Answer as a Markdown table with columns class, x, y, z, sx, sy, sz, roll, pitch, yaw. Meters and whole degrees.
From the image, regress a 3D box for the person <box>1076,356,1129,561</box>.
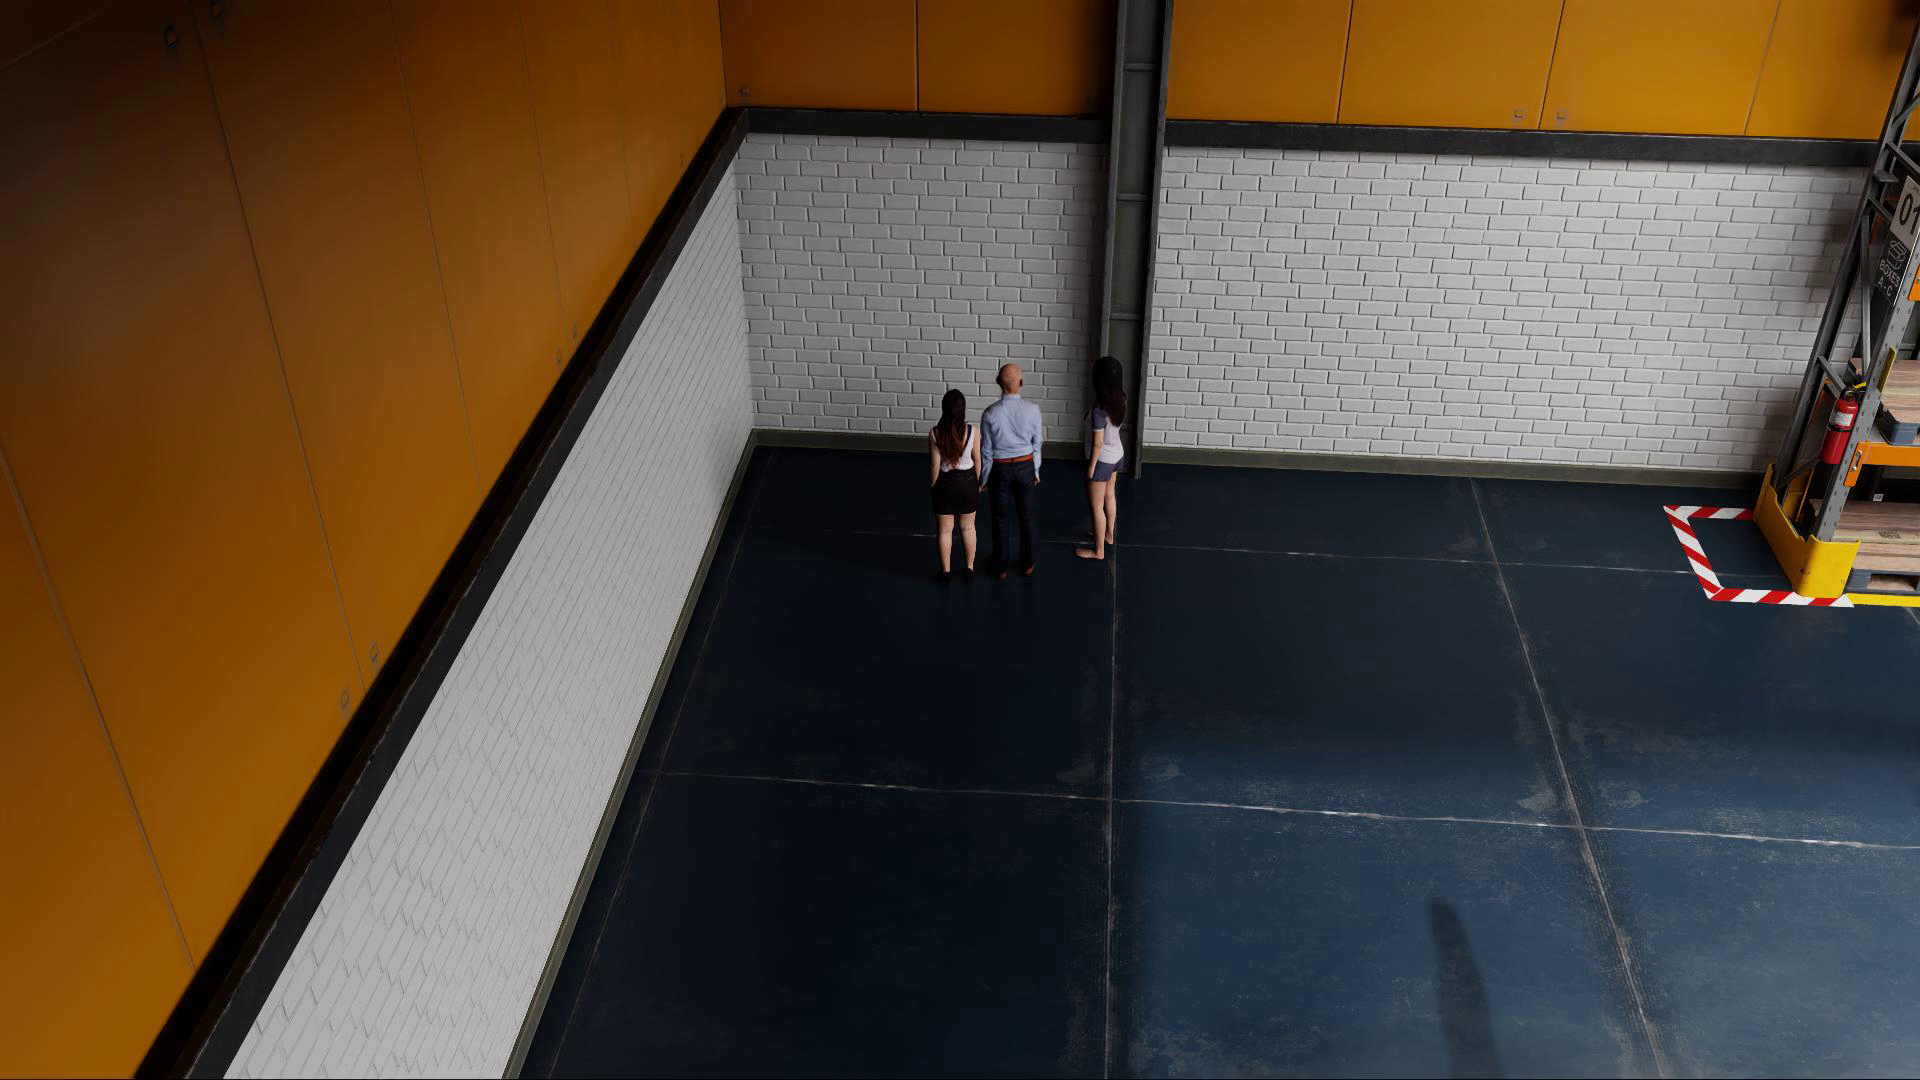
| class | x | y | z | sx | sy | sz | roll | pitch | yaw |
| --- | --- | --- | --- | --- | --- | --- | --- | --- | --- |
| person | 1.100 | -0.639 | 12.787 | 0.657 | 1.706 | 0.668 | 16 | 37 | 23 |

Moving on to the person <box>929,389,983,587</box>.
| class | x | y | z | sx | sy | sz | roll | pitch | yaw |
| --- | --- | --- | --- | --- | --- | --- | --- | --- | --- |
| person | -0.040 | -0.388 | 12.462 | 0.531 | 1.649 | 0.668 | -6 | 34 | -9 |

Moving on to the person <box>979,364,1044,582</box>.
| class | x | y | z | sx | sy | sz | roll | pitch | yaw |
| --- | --- | --- | --- | --- | --- | --- | --- | --- | --- |
| person | 0.384 | -0.499 | 12.501 | 0.594 | 1.790 | 0.754 | -5 | 34 | -8 |
